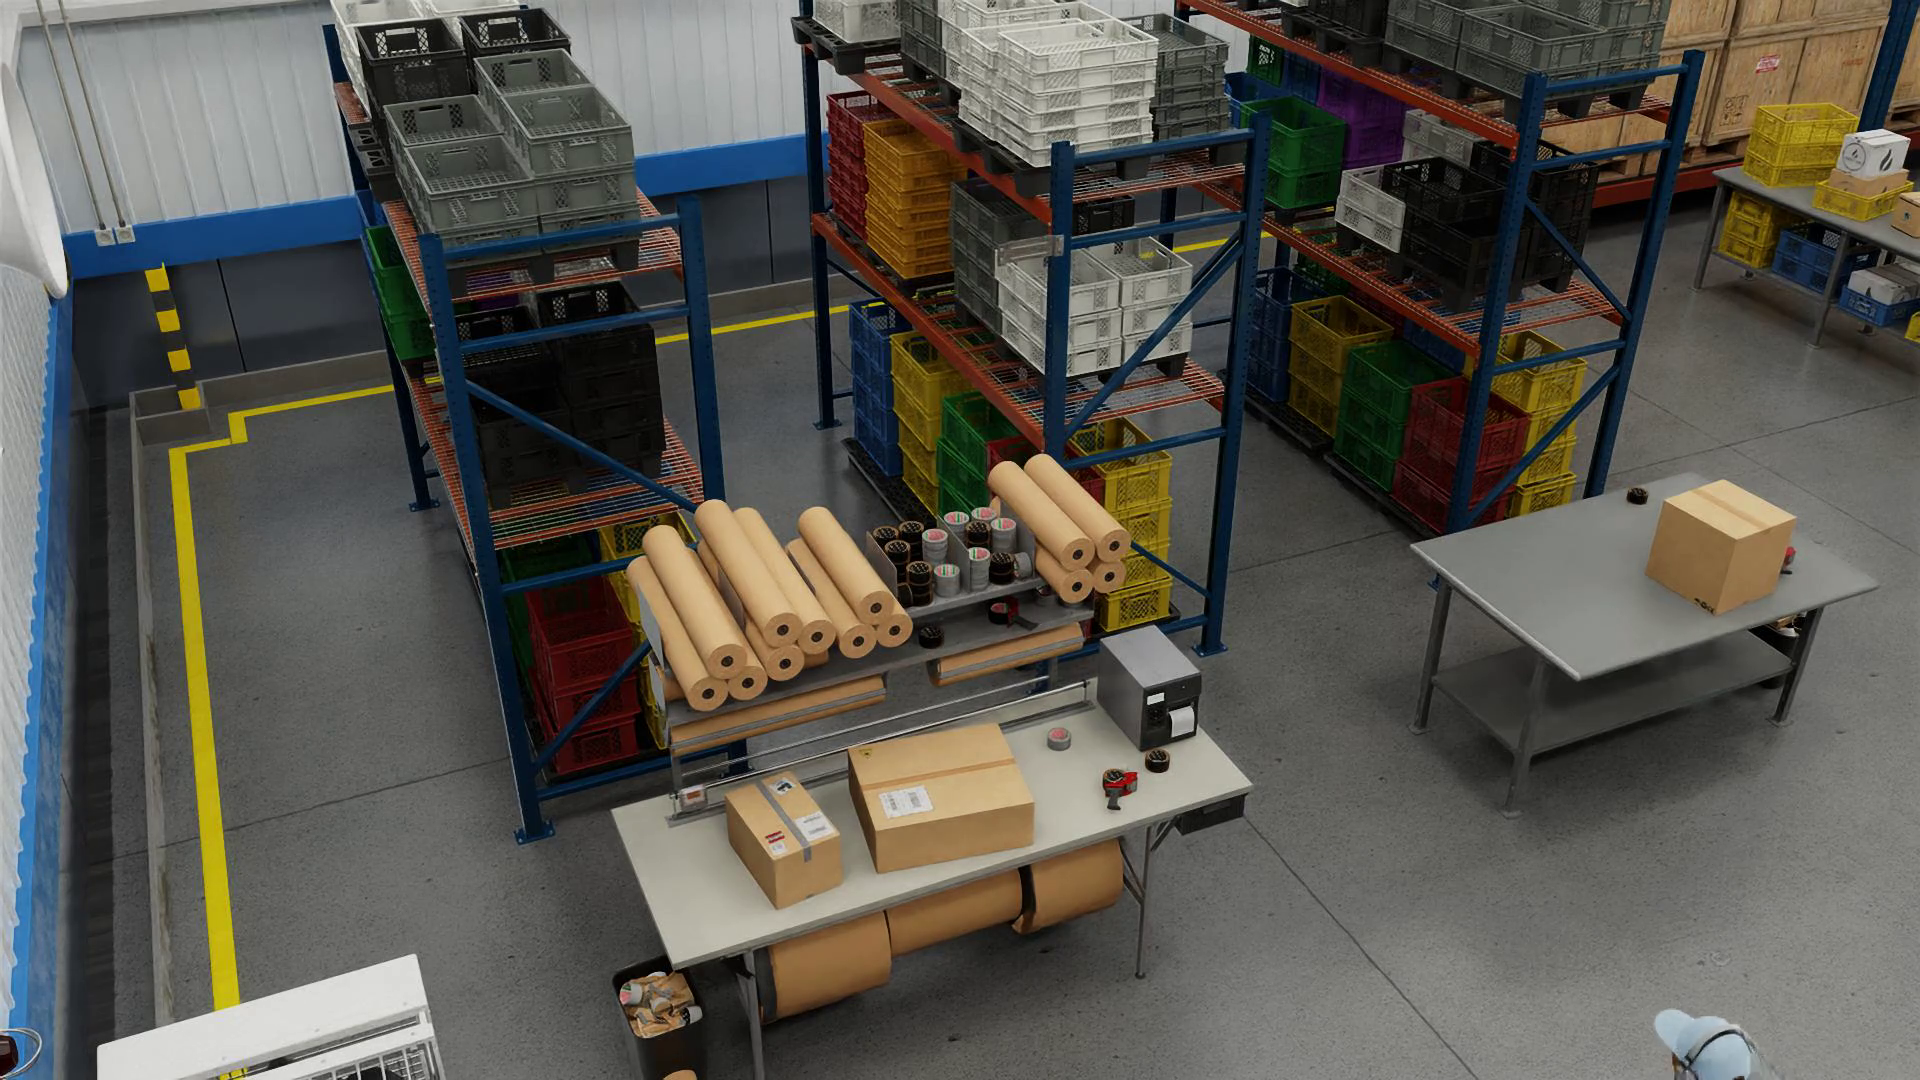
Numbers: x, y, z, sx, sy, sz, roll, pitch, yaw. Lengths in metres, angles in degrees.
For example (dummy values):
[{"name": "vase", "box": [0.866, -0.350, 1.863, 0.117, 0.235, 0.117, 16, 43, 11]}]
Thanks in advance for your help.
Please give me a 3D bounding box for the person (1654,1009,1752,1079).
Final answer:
[{"name": "person", "box": [2.079, 2.122, 5.041, 0.593, 1.829, 0.412, -13, 34, -20]}]
